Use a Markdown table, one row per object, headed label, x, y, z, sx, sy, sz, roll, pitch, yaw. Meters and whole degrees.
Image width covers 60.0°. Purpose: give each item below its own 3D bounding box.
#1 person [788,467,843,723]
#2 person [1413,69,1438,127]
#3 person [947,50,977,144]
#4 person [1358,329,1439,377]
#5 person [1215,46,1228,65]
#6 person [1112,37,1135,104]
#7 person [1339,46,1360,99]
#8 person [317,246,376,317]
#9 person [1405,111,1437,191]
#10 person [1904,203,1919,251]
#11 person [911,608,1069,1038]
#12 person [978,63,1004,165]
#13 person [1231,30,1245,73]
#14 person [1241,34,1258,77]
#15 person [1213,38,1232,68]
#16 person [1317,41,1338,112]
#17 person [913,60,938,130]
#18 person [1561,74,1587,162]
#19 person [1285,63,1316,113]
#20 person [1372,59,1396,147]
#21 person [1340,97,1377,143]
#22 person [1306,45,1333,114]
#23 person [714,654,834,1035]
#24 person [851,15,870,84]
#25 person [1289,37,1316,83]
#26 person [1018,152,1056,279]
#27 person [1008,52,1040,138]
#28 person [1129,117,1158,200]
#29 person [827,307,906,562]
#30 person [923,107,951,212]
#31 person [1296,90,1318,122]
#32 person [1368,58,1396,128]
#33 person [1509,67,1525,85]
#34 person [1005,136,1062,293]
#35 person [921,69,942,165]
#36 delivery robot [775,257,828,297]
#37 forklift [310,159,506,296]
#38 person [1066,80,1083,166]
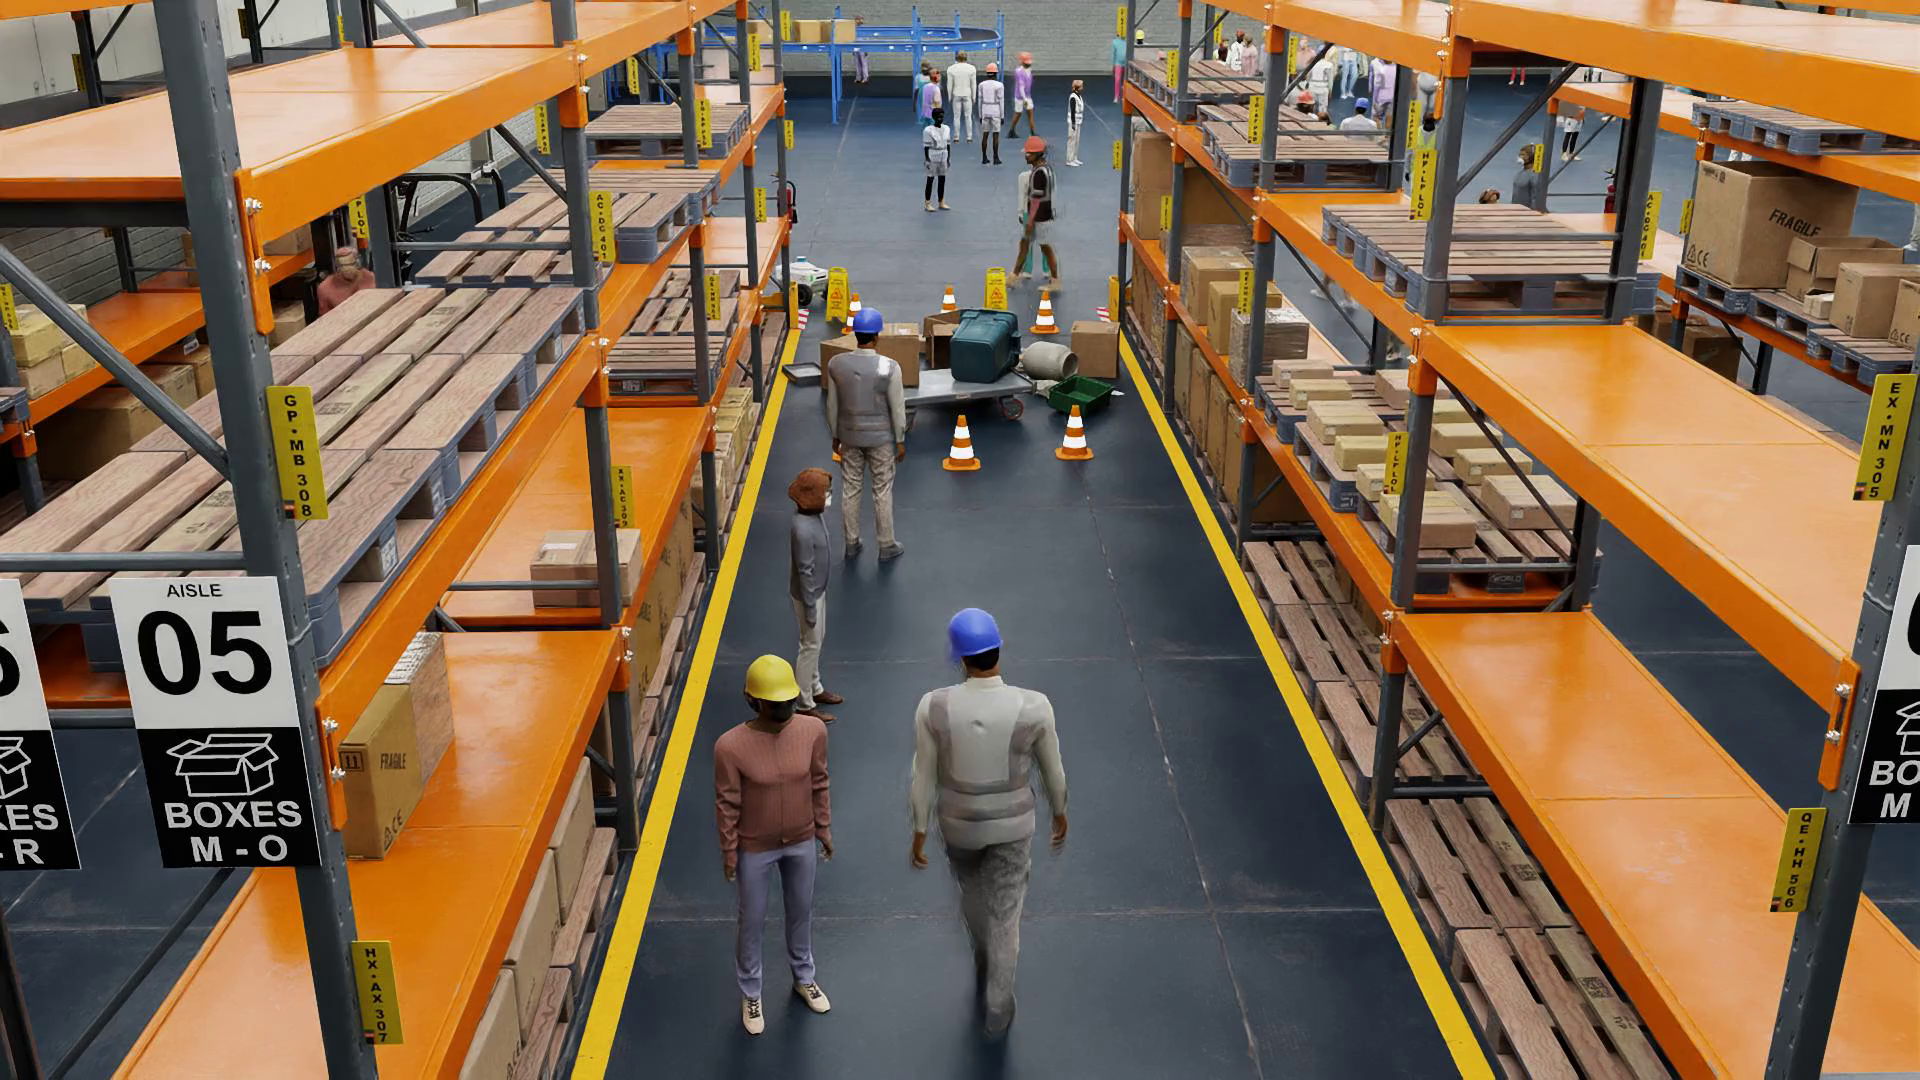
| label | x | y | z | sx | sy | sz | roll | pitch | yaw |
| --- | --- | --- | --- | --- | --- | --- | --- | --- | --- |
| person | -0.890 | 0.329 | 10.066 | 0.285 | 1.623 | 0.510 | 1 | 21 | 2 |
| person | 10.441 | -10.156 | 37.198 | 0.701 | 2.000 | 0.636 | -3 | 21 | -7 |
| person | 0.038 | -9.427 | 35.413 | 0.627 | 1.941 | 0.371 | 0 | 21 | -1 |
| person | 4.650 | -2.585 | 17.406 | 0.998 | 1.900 | 0.616 | 10 | 23 | 25 |
| person | 5.700 | -9.924 | 36.774 | 0.399 | 1.909 | 0.598 | -5 | 21 | -12 |
| person | 4.193 | -12.179 | 42.662 | 0.639 | 1.945 | 0.947 | 3 | 21 | 8 |
| person | 10.303 | -12.620 | 43.906 | 0.635 | 1.895 | 0.562 | -6 | 22 | -16 |
| person | -5.622 | -1.862 | 15.555 | 0.648 | 1.851 | 1.036 | -6 | 22 | -16 |
| person | 7.214 | -5.718 | 25.764 | 0.636 | 1.830 | 0.458 | 9 | 23 | 23 |
| person | 14.141 | -5.090 | 24.235 | 0.488 | 1.737 | 0.322 | 1 | 21 | 2 |
| person | 0.145 | 1.189 | 7.408 | 0.676 | 1.893 | 0.887 | 3 | 21 | 7 |
| person | 0.621 | -8.327 | 32.523 | 0.543 | 1.929 | 0.386 | 10 | 23 | 24 |
| person | 7.017 | -11.952 | 42.183 | 0.353 | 1.877 | 0.573 | 12 | 24 | 28 |
| person | 6.928 | -11.200 | 40.109 | 0.370 | 1.934 | 0.627 | -6 | 22 | -16 |
| person | 6.334 | -11.239 | 40.351 | 0.562 | 1.836 | 0.384 | -12 | 24 | -29 |
| person | 9.095 | -11.620 | 41.253 | 0.550 | 1.914 | 0.765 | 13 | 24 | 31 |
| person | -0.720 | -9.011 | 34.469 | 0.539 | 1.823 | 0.576 | 8 | 22 | 20 |
| person | 12.179 | -8.344 | 32.885 | 0.529 | 1.697 | 0.321 | -14 | 25 | -33 |
| person | 6.359 | -8.014 | 31.537 | 0.691 | 2.000 | 0.632 | -10 | 23 | -24 |
| person | 8.931 | -9.258 | 34.849 | 0.667 | 2.030 | 0.454 | -4 | 21 | -9 |
| person | 6.382 | -6.160 | 26.831 | 0.607 | 1.899 | 0.831 | 6 | 22 | 15 |
| person | 7.906 | -9.884 | 36.611 | 0.609 | 1.944 | 0.398 | 14 | 25 | 32 |
| person | -0.800 | 1.313 | 7.261 | 0.530 | 1.772 | 0.302 | -10 | 23 | -26 |
| person | -2.873 | -14.084 | 47.774 | 0.403 | 1.905 | 0.672 | -19 | 28 | -41 |
| person | 8.294 | -11.269 | 40.407 | 0.673 | 1.870 | 0.895 | 7 | 22 | 18 |
| person | 1.033 | -4.408 | 22.399 | 0.524 | 1.761 | 0.345 | -4 | 21 | -10 |
| person | 1.390 | -9.606 | 35.990 | 0.865 | 1.876 | 0.579 | 15 | 25 | 35 |
| person | 3.130 | -6.667 | 28.411 | 0.490 | 1.729 | 0.324 | 8 | 22 | 19 |
| person | -0.693 | -0.790 | 12.576 | 0.615 | 1.942 | 0.404 | 7 | 22 | 17 |
| person | -0.382 | -6.275 | 27.430 | 0.531 | 1.690 | 0.322 | -15 | 26 | -35 |
| person | 5.450 | -6.124 | 26.537 | 0.606 | 2.044 | 0.373 | -11 | 23 | -27 |
| person | 9.523 | -10.235 | 37.613 | 0.597 | 1.899 | 0.643 | -3 | 21 | -8 |
| person | 15.998 | -13.907 | 47.512 | 0.523 | 1.758 | 0.350 | 14 | 25 | 32 |
| person | 0.887 | -4.176 | 21.450 | 0.985 | 1.996 | 0.628 | 0 | 21 | 0 |
| person | -0.541 | -8.184 | 32.258 | 0.372 | 1.843 | 0.570 | -11 | 23 | -27 |
| delivery robot | -2.020 | -3.364 | 21.182 | 0.707 | 0.478 | 0.477 | 17 | 26 | 37 |
| forklift | -5.622 | -2.910 | 17.832 | 2.313 | 2.155 | 1.214 | -1 | 21 | -1 |
| person | 2.244 | -8.120 | 32.393 | 0.313 | 1.632 | 0.520 | 6 | 22 | 16 |
